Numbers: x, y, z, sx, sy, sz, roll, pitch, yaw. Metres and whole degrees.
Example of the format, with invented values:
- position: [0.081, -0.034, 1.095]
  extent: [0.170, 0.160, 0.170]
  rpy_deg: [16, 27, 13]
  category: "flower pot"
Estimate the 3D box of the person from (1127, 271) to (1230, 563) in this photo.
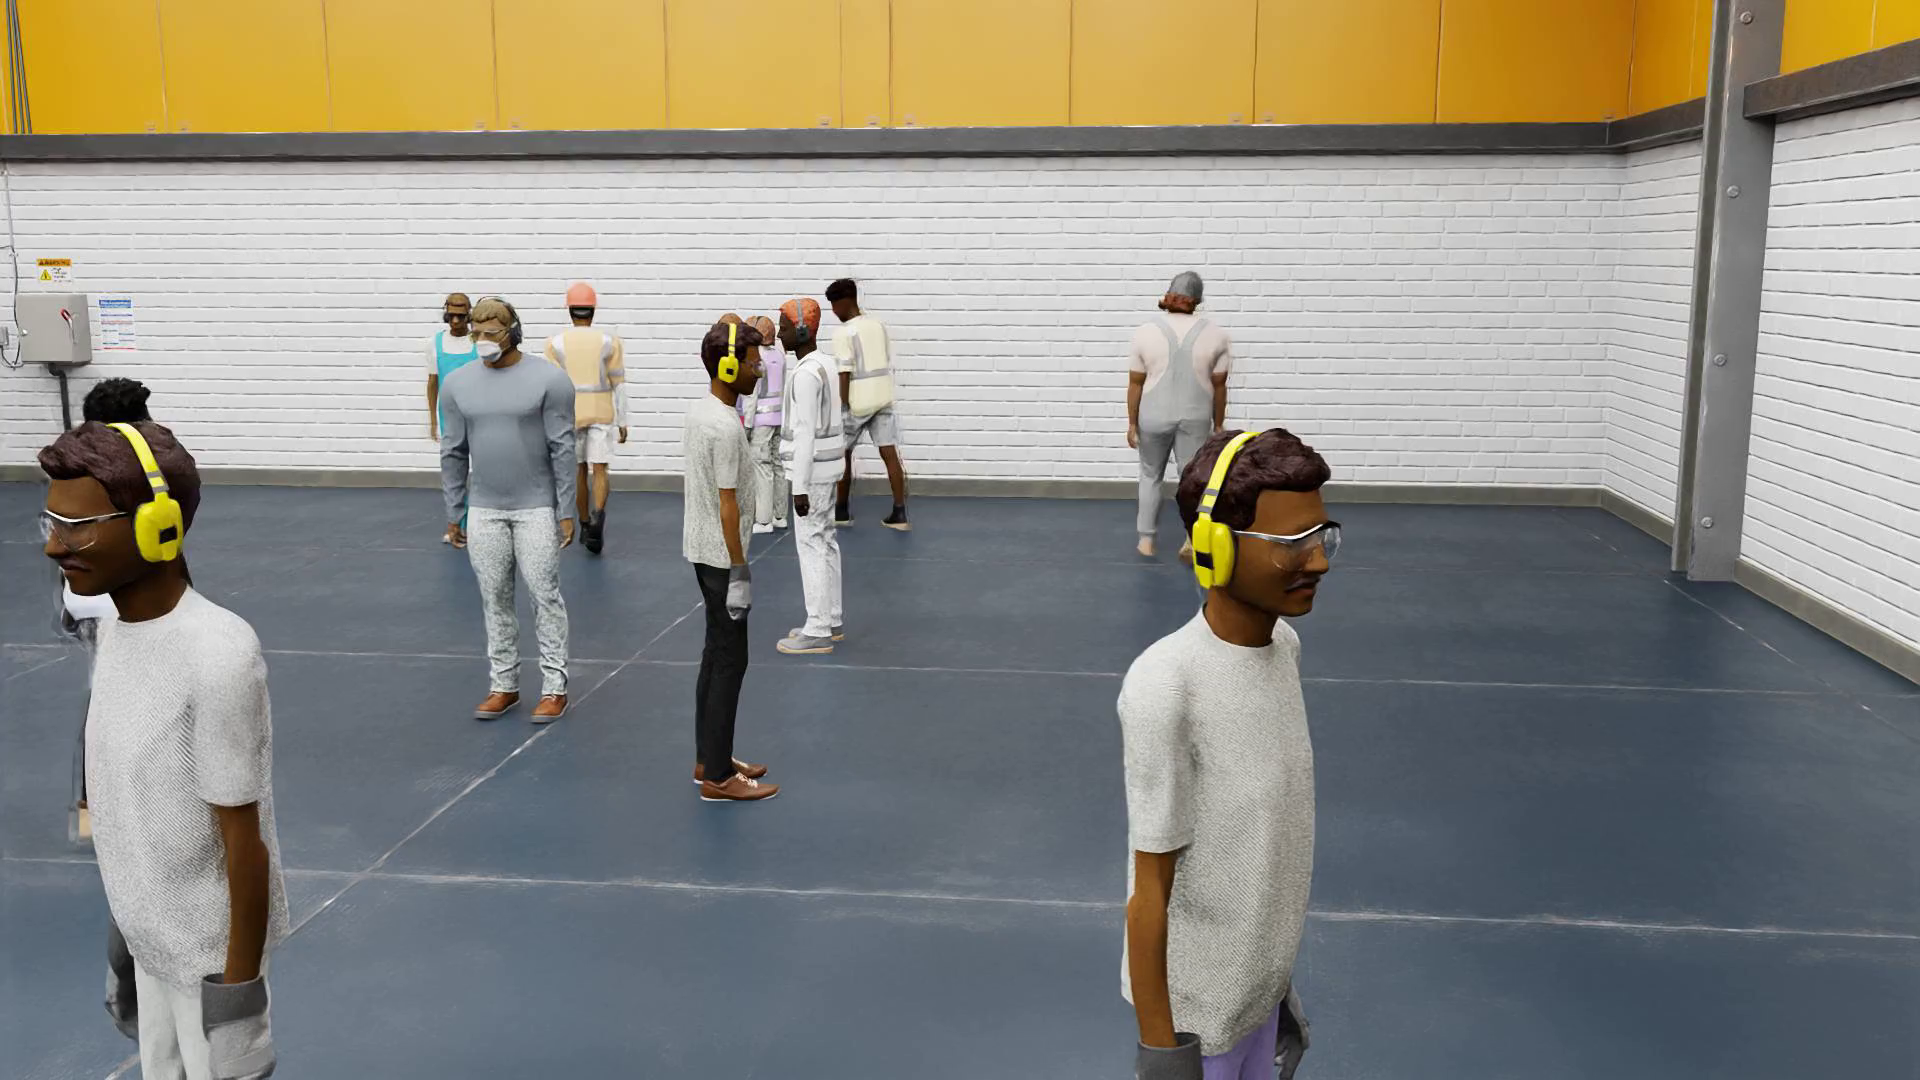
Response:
- position: [1.481, -0.857, 11.319]
  extent: [0.700, 2.000, 0.826]
  rpy_deg: [1, 10, 3]
  category: "person"

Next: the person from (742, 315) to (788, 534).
- position: [-1.469, -0.860, 12.481]
  extent: [0.310, 1.642, 0.514]
  rpy_deg: [5, 11, 24]
  category: "person"

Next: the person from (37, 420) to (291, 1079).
- position: [-1.307, 0.722, 2.806]
  extent: [0.511, 1.862, 0.324]
  rpy_deg: [9, 14, 43]
  category: "person"

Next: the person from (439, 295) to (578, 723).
- position: [-2.031, -0.133, 7.514]
  extent: [0.641, 1.927, 0.386]
  rpy_deg: [1, 10, 7]
  category: "person"

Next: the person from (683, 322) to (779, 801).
- position: [-0.893, 0.090, 6.438]
  extent: [0.341, 1.857, 0.524]
  rpy_deg: [-4, 11, -20]
  category: "person"

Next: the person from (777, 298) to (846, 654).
- position: [-0.783, -0.334, 8.802]
  extent: [0.345, 1.879, 0.581]
  rpy_deg: [1, 10, 7]
  category: "person"

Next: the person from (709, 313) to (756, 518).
- position: [-1.786, -0.970, 13.131]
  extent: [0.497, 1.633, 0.279]
  rpy_deg: [7, 12, 34]
  category: "person"

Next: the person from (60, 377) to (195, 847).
- position: [-3.010, 0.233, 6.152]
  extent: [0.553, 1.655, 0.820]
  rpy_deg: [5, 11, 28]
  category: "person"

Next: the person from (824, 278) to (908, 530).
- position: [-0.732, -1.041, 12.740]
  extent: [0.866, 1.901, 0.768]
  rpy_deg: [9, 13, 42]
  category: "person"

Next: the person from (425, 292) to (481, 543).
- position: [-3.585, -0.872, 12.032]
  extent: [0.503, 1.829, 0.371]
  rpy_deg: [0, 10, -3]
  category: "person"

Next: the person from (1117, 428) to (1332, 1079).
- position: [0.416, 0.750, 2.613]
  extent: [0.310, 1.868, 0.533]
  rpy_deg: [6, 12, 32]
  category: "person"

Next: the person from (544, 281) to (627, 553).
- position: [-2.647, -0.870, 11.788]
  extent: [0.558, 1.916, 0.878]
  rpy_deg: [-1, 10, -9]
  category: "person"
